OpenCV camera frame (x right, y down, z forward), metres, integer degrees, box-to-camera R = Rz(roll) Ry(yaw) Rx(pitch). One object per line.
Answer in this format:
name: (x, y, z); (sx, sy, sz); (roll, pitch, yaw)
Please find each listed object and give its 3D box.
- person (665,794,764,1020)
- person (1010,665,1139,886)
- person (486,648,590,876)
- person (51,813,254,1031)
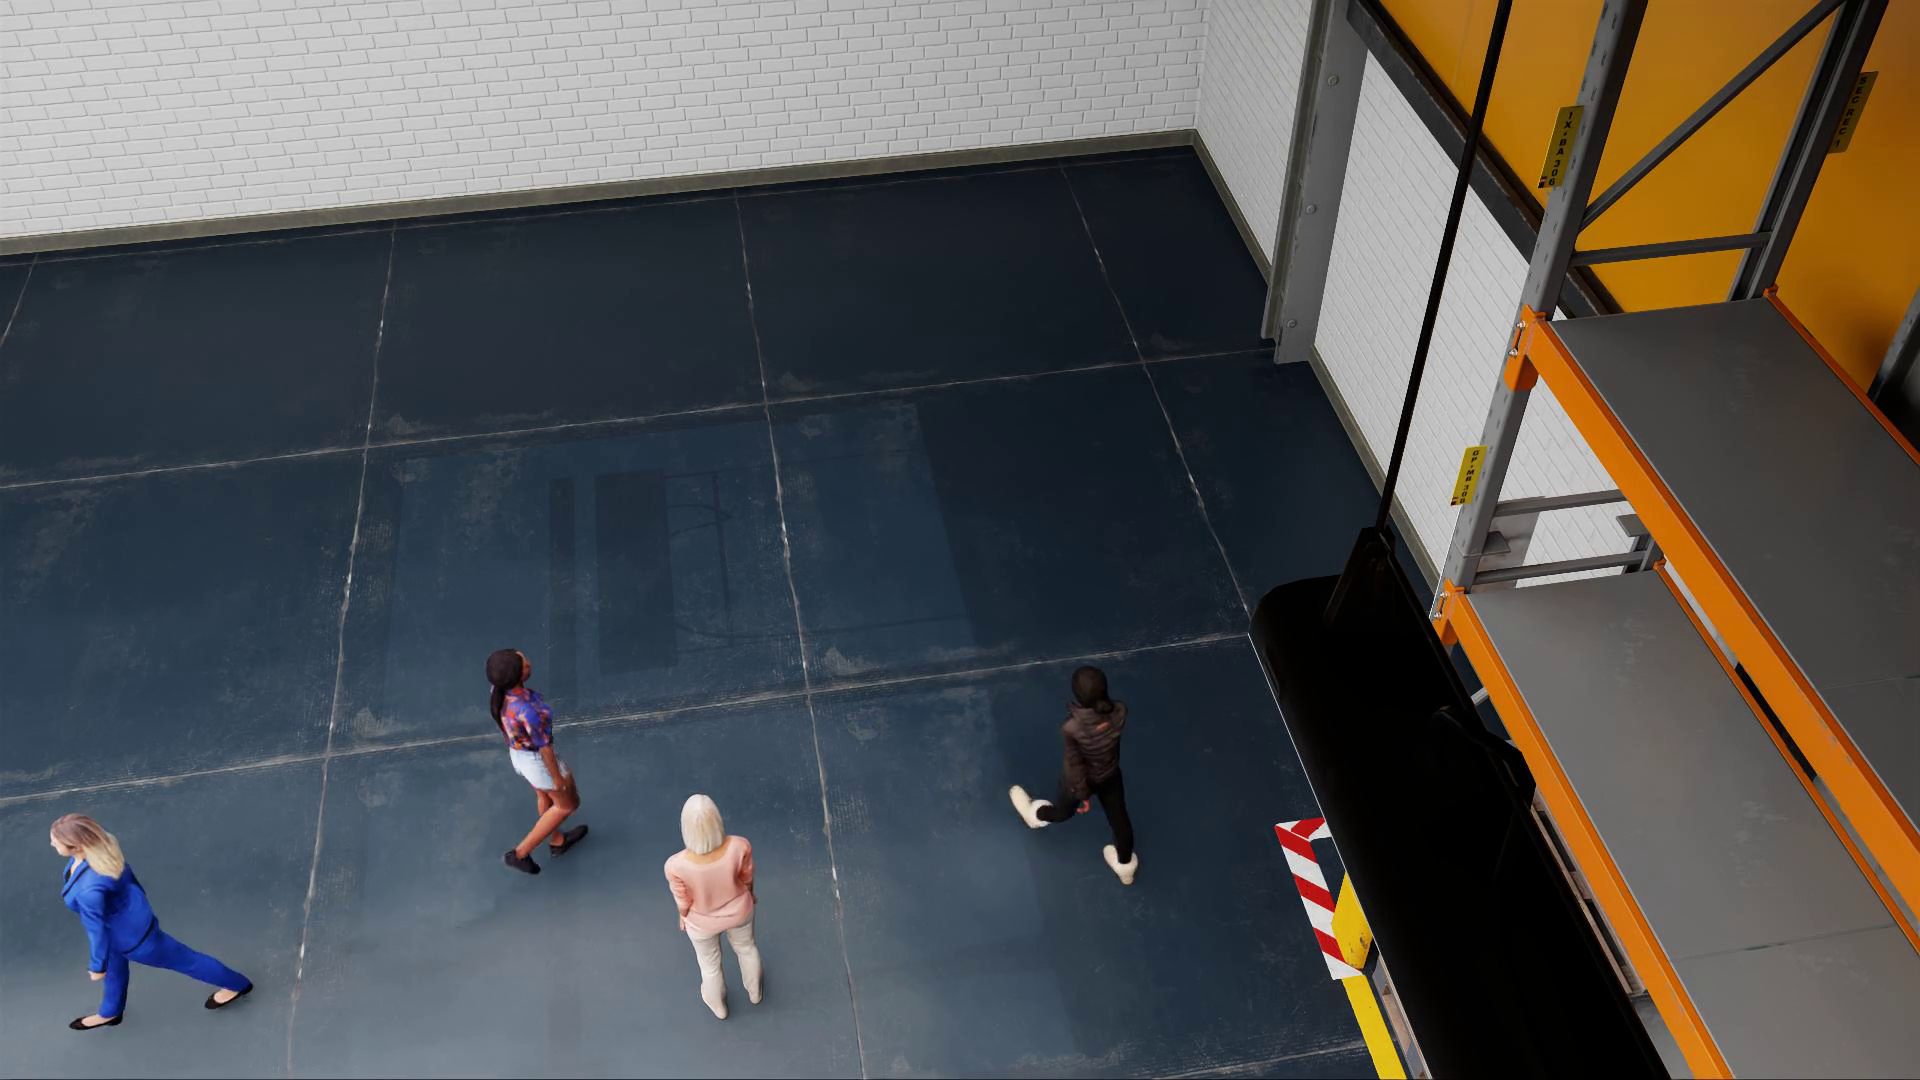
person: (-1.239, 1.883, 8.508); (0.656, 1.725, 0.616); (-18, 47, -18)
person: (0.673, 1.211, 9.285); (1.141, 1.627, 0.852); (-8, 44, -9)
person: (-2.403, 1.266, 9.154); (0.869, 1.729, 0.848); (-31, 52, -28)
person: (-4.131, 1.954, 8.485); (0.875, 1.655, 1.138); (-16, 46, -16)
